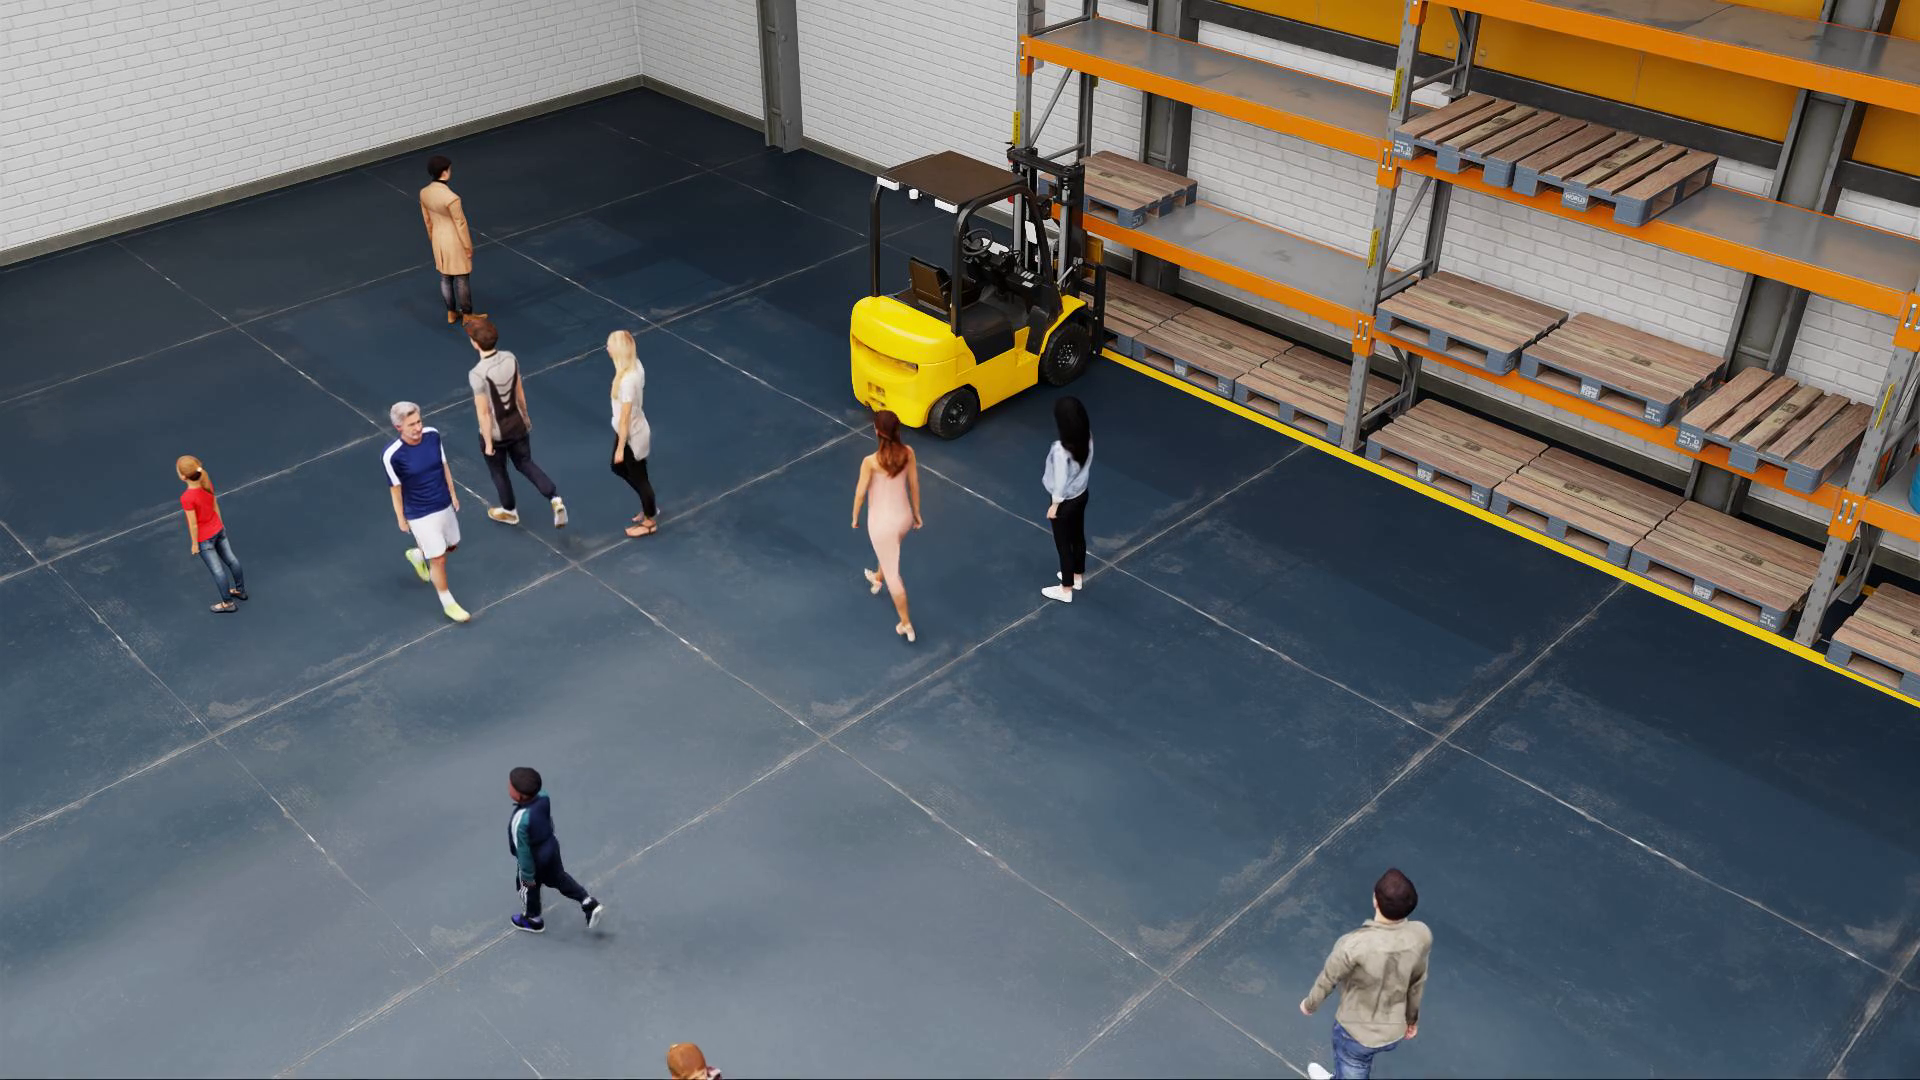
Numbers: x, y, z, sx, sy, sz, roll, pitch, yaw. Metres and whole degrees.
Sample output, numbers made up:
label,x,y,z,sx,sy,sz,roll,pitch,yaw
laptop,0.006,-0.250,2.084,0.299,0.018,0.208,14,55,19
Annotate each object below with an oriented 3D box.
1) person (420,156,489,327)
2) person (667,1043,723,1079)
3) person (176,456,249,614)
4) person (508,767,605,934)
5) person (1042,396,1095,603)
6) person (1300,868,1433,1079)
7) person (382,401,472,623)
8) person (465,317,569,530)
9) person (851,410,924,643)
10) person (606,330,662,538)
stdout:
label,x,y,z,sx,sy,sz,roll,pitch,yaw
person,-5.019,-2.932,16.330,0.666,1.727,0.782,15,37,22
person,-1.304,2.858,8.027,0.588,1.274,0.897,-25,41,-32
person,-5.578,-0.052,12.372,0.593,1.310,0.559,9,35,14
person,-2.394,1.819,9.619,0.891,1.243,0.733,9,35,14
person,0.813,-0.312,12.399,0.607,1.713,0.638,20,39,27
person,2.035,2.441,8.139,1.004,1.845,1.258,-12,36,-18
person,-3.966,-0.261,12.227,1.048,1.819,0.758,21,39,28
person,-3.523,-0.851,13.072,1.134,1.867,0.788,20,39,28
person,-0.459,-0.057,11.944,0.792,1.792,1.128,-18,38,-25
person,-2.478,-0.818,13.068,0.787,1.816,0.692,-6,34,-10
